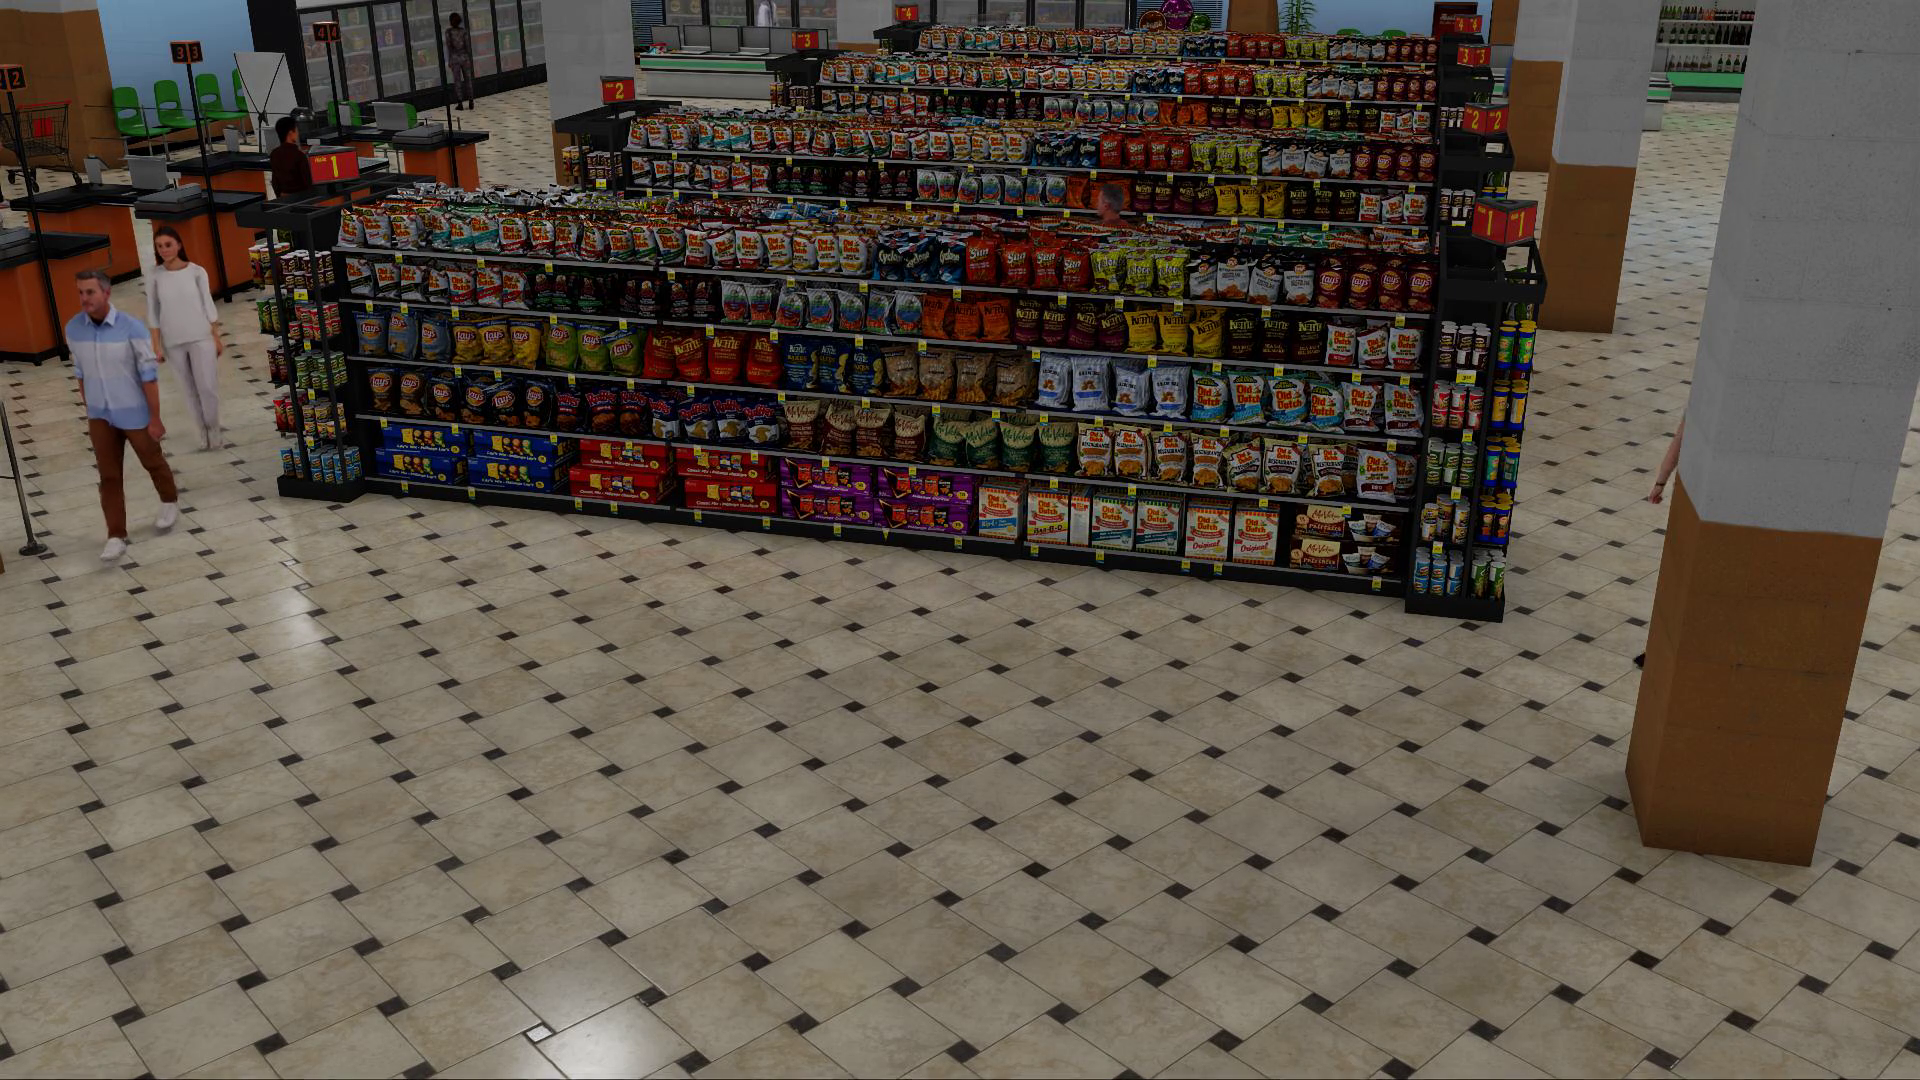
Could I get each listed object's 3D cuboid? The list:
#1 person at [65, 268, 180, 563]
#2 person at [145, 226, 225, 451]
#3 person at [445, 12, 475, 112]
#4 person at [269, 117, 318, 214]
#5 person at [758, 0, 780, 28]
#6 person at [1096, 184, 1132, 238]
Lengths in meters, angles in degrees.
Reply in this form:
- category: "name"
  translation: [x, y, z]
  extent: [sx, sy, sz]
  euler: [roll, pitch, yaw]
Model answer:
- category: "person"
  translation: [-5.271, -0.829, 10.539]
  extent: [1.209, 1.784, 1.016]
  euler: [-1, 22, -3]
- category: "person"
  translation: [-5.720, -1.500, 12.350]
  extent: [0.701, 1.679, 0.793]
  euler: [-6, 23, -14]
- category: "person"
  translation: [-9.089, -8.698, 30.217]
  extent: [0.683, 1.714, 0.741]
  euler: [-13, 25, -29]
- category: "person"
  translation: [-6.758, -3.394, 16.932]
  extent: [0.487, 1.777, 0.727]
  euler: [8, 23, 20]
- category: "person"
  translation: [-3.843, -10.027, 33.239]
  extent: [0.677, 1.926, 0.727]
  euler: [9, 24, 21]
- category: "person"
  translation: [1.175, -1.890, 13.117]
  extent: [0.590, 1.831, 0.710]
  euler: [9, 24, 21]
